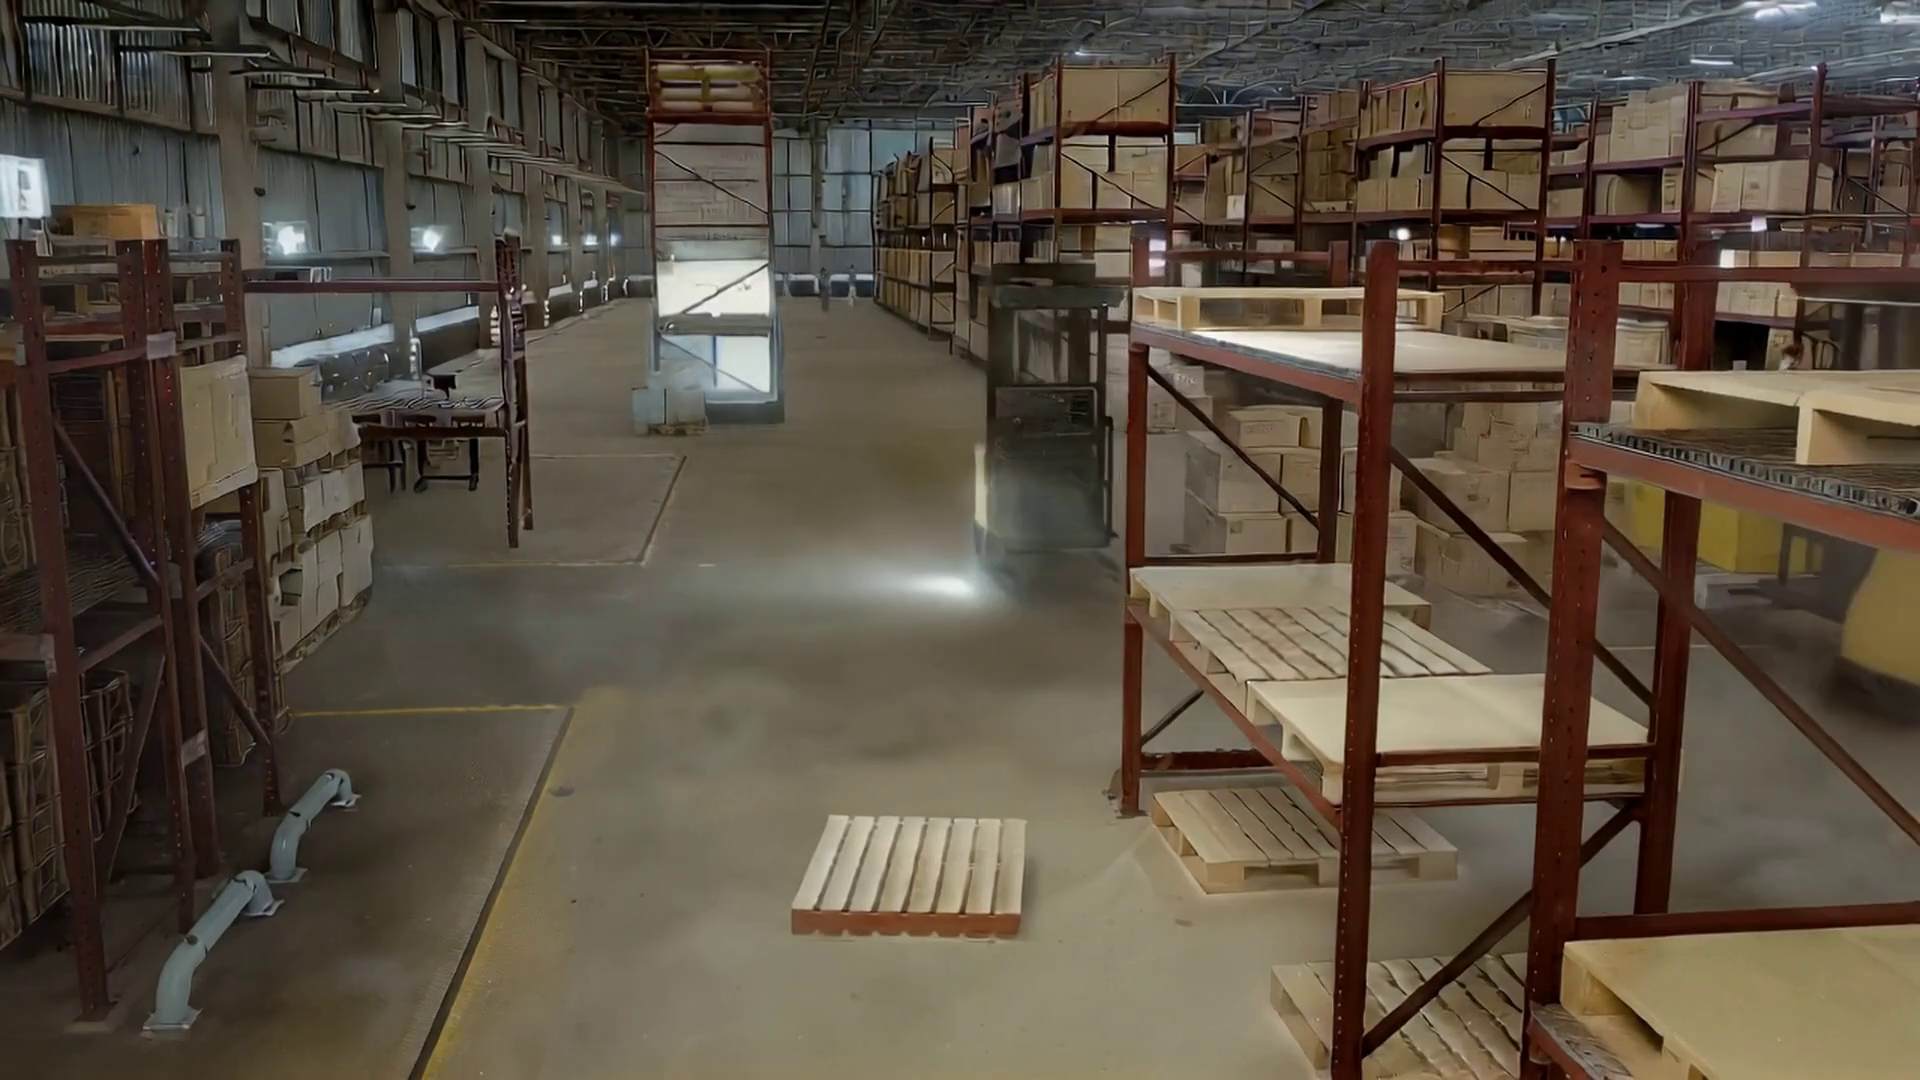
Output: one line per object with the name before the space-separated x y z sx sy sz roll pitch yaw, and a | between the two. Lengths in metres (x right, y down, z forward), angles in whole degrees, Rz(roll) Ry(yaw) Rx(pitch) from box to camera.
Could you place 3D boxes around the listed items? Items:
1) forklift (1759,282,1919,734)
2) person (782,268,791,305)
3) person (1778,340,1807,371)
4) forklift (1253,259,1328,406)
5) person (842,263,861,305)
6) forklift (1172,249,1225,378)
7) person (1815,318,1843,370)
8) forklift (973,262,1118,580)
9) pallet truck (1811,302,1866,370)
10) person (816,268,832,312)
forklift | 6.308 -0.313 10.668 1.129 2.768 1.873 -1 10 -6
person | -8.198 -11.916 78.114 0.380 1.731 0.503 -1 10 -8
person | 11.828 -2.054 23.787 0.363 1.621 0.536 1 10 8
forklift | 5.975 -3.705 29.461 1.129 2.768 1.873 -1 10 -6
person | -5.124 -11.973 77.844 0.931 1.966 0.631 -4 11 -22
forklift | 5.134 -5.060 36.972 1.129 2.768 1.873 -1 10 -6
person | 12.634 -2.276 24.243 0.390 1.910 0.601 8 13 37
forklift | 0.745 -1.174 15.440 1.129 2.768 1.873 -1 10 -6
pallet truck | 15.846 -3.142 28.793 1.885 1.965 0.823 2 10 12
person | -5.699 -10.492 69.878 0.678 1.856 0.969 -1 10 -5
